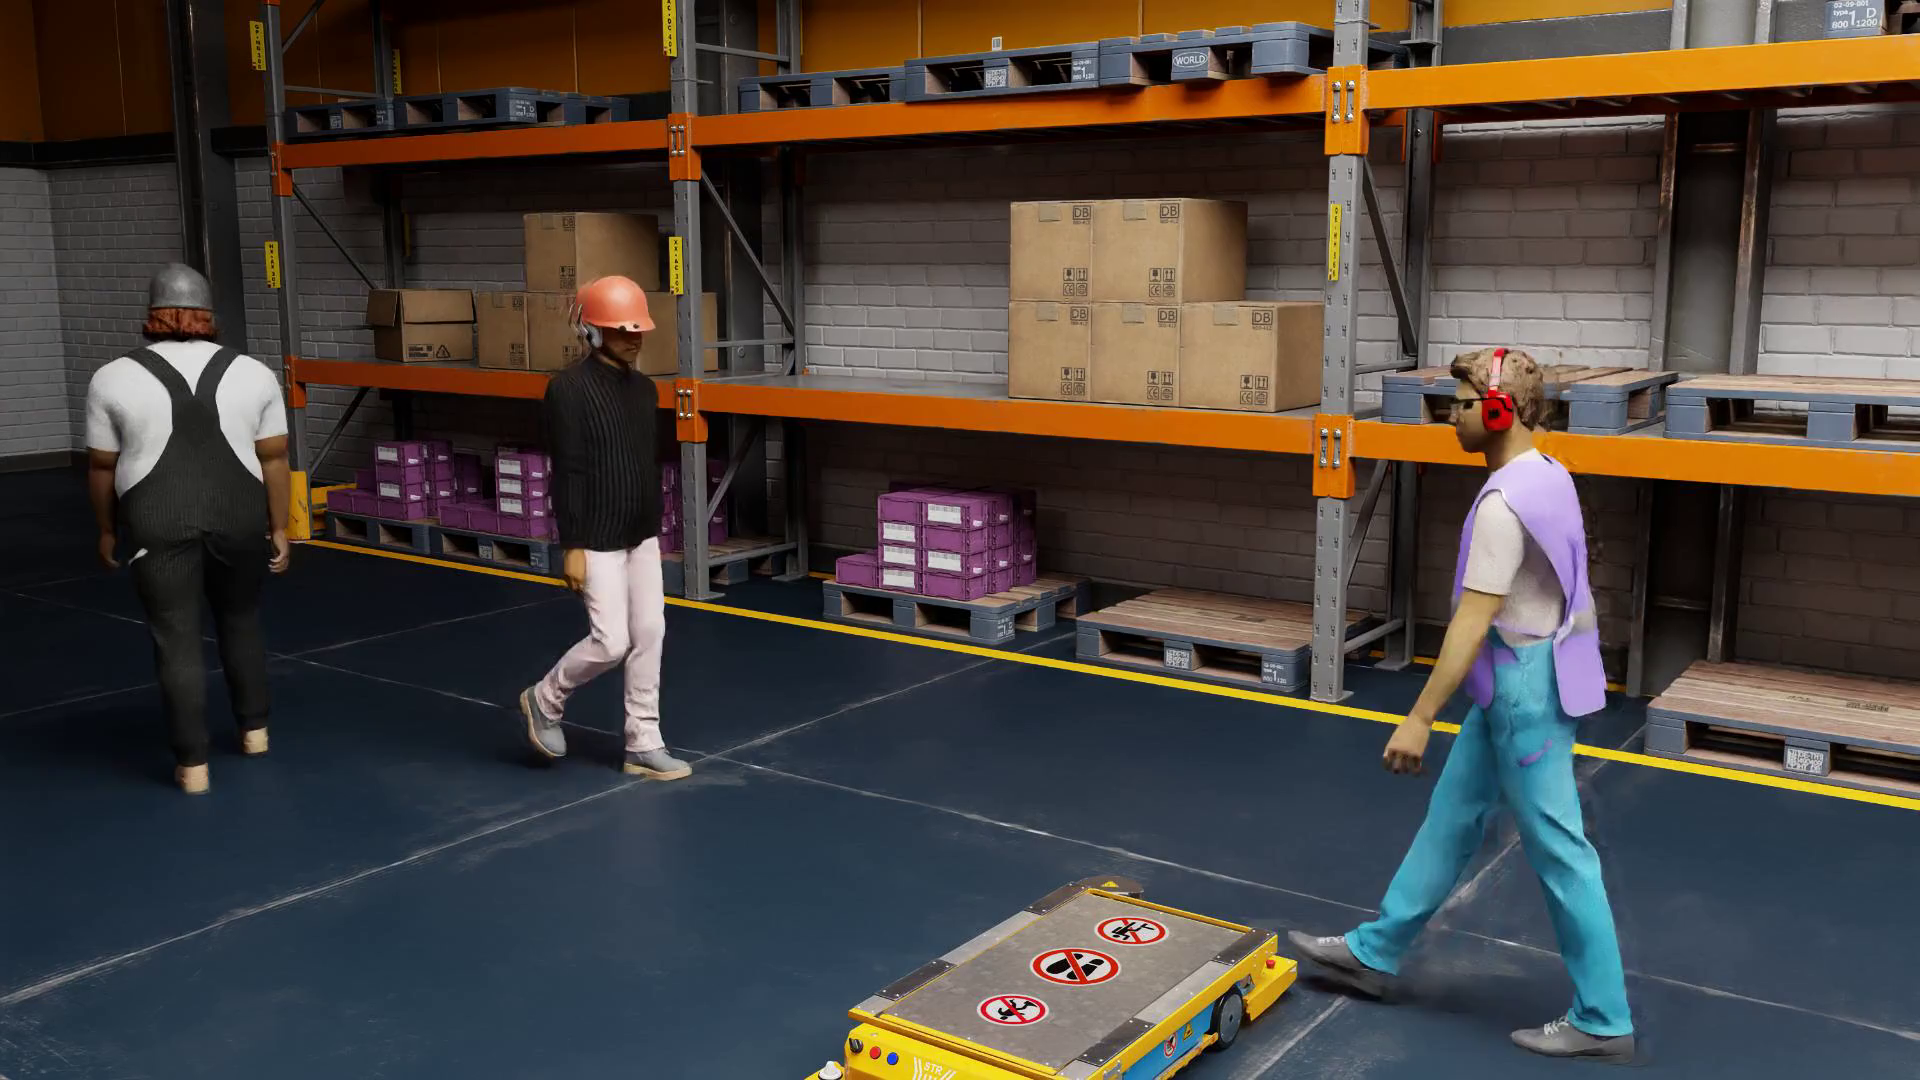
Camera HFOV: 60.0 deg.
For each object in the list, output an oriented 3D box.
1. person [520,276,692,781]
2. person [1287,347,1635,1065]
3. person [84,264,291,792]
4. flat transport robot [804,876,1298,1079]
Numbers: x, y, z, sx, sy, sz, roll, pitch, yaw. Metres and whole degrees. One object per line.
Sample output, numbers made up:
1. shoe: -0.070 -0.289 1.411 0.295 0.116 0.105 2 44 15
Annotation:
1. person: -1.388 -0.030 6.425 0.597 1.970 0.637 5 11 29
2. person: 1.299 0.417 4.272 0.968 1.794 0.609 4 10 20
3. person: -3.035 -0.085 6.545 0.700 2.000 0.822 -6 11 -33
4. flat transport robot: 0.254 1.194 4.191 0.652 0.197 1.431 7 12 35
